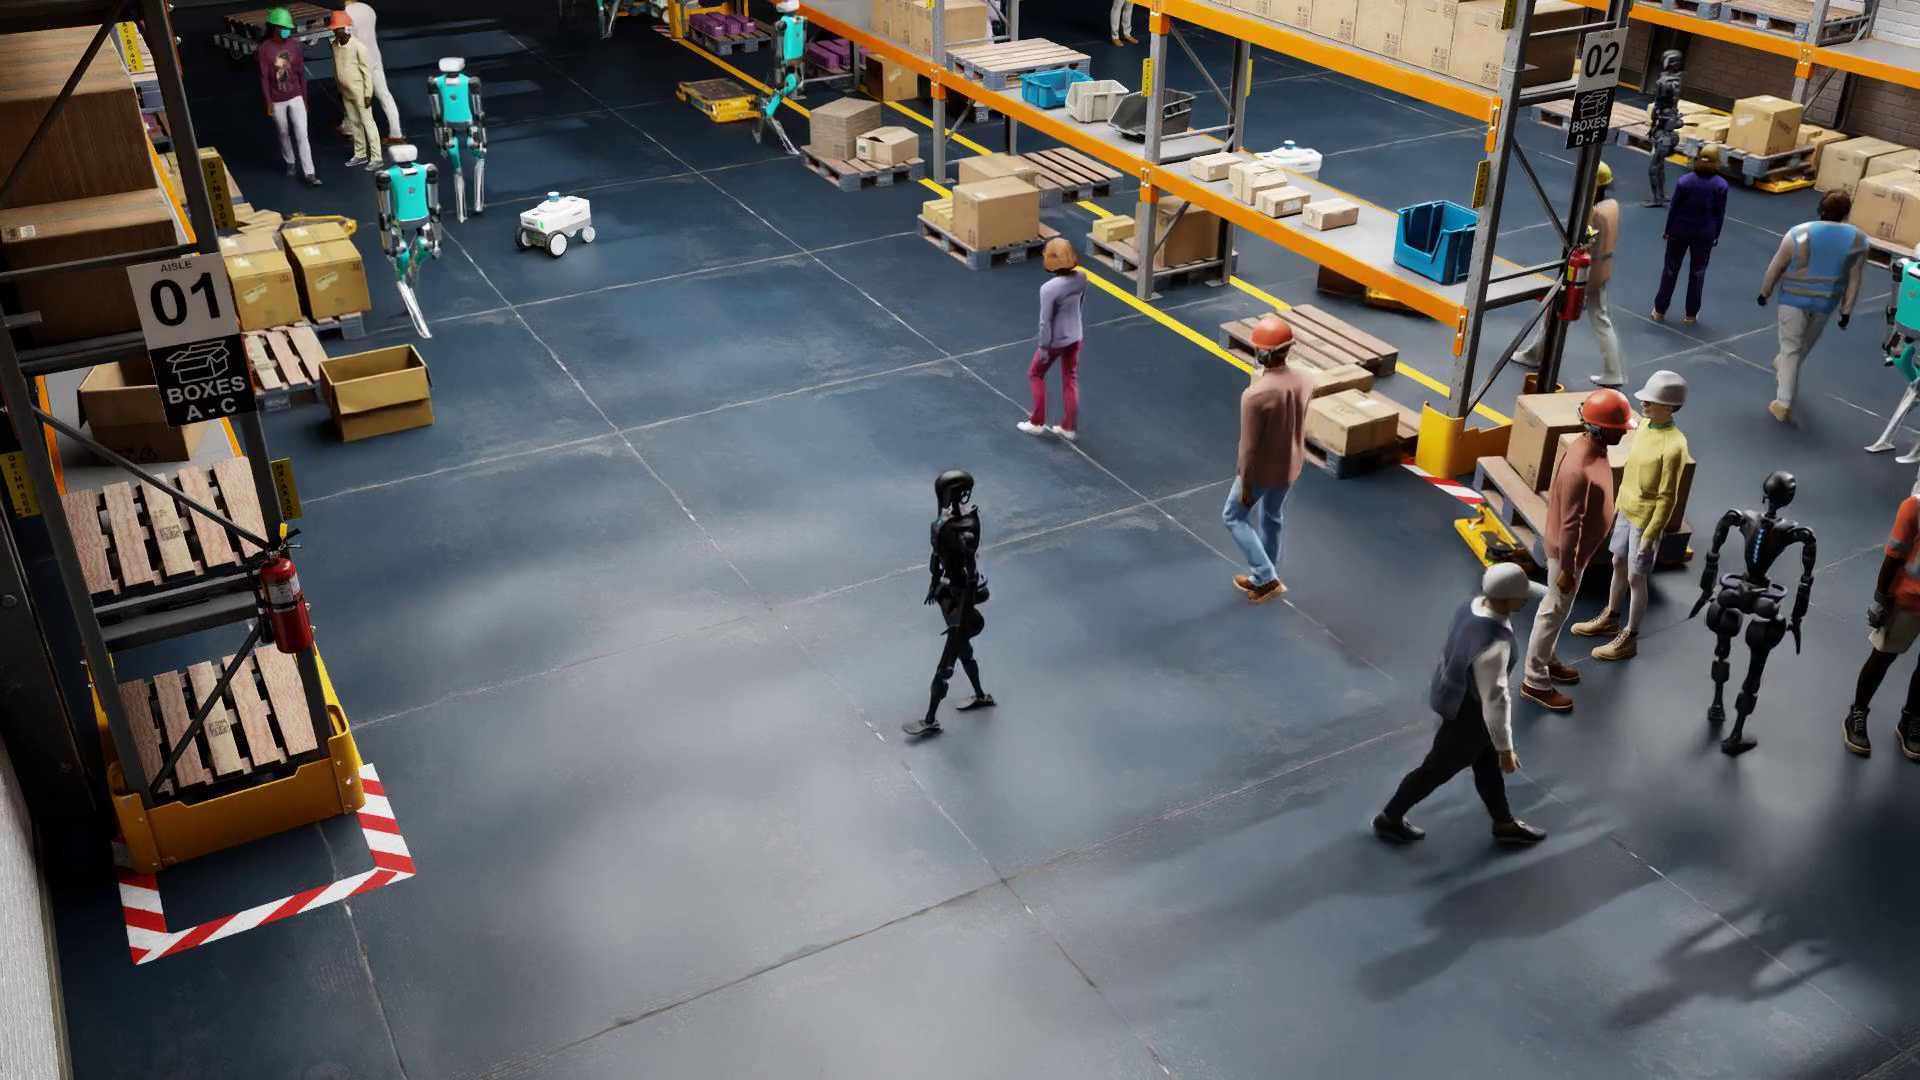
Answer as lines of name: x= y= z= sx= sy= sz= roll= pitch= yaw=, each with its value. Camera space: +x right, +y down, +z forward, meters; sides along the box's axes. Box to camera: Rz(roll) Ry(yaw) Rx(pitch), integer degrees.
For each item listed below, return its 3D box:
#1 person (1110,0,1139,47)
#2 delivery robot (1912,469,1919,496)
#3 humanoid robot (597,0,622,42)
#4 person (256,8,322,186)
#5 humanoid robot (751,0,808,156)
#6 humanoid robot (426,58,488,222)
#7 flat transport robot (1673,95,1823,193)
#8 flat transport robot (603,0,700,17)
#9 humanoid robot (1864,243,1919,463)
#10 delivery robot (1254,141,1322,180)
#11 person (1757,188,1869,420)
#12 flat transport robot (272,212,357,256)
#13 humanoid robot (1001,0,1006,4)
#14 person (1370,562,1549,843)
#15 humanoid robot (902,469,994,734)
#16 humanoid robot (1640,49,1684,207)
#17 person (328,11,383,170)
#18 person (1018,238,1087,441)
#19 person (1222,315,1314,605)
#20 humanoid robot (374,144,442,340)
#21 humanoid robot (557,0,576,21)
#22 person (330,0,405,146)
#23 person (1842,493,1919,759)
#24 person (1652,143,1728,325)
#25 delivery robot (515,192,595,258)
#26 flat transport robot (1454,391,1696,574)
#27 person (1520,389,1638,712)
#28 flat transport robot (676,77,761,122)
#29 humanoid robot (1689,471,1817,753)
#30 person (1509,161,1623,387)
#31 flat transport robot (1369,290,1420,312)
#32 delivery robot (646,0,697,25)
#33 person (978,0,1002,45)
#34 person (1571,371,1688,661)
person: x=2.392 y=-8.069 z=23.826 sx=0.570 sy=1.897 sz=0.364 roll=-23 pitch=37 yaw=-34
delivery robot: x=7.042 y=-0.344 z=11.731 sx=0.499 sy=0.603 sz=0.803 roll=6 pitch=30 yaw=10
humanoid robot: x=-5.119 y=-8.045 z=23.943 sx=0.530 sy=1.724 sz=0.996 roll=-4 pitch=30 yaw=-7
person: x=-7.381 y=-4.859 z=18.252 sx=0.518 sy=1.878 sz=1.020 roll=-16 pitch=33 yaw=-25
humanoid robot: x=-2.205 y=-5.386 z=19.351 sx=0.891 sy=1.808 sz=0.559 roll=17 pitch=34 yaw=28
humanoid robot: x=-5.103 y=-4.141 z=17.158 sx=0.543 sy=1.770 sz=0.822 roll=-4 pitch=30 yaw=-6
flat transport robot: x=8.864 y=-4.235 z=18.782 sx=0.659 sy=0.231 sz=1.431 roll=-15 pitch=33 yaw=-25
flat transport robot: x=-4.835 y=-8.387 z=26.010 sx=1.431 sy=0.231 sz=0.659 roll=-10 pitch=31 yaw=-17
humanoid robot: x=7.197 y=-1.396 z=12.350 sx=0.770 sy=1.751 sz=0.531 roll=-10 pitch=31 yaw=-16
delivery robot: x=3.550 y=-4.057 z=18.184 sx=0.765 sy=0.594 sz=0.510 roll=-9 pitch=31 yaw=-15
person: x=6.724 y=-1.934 z=13.250 sx=0.650 sy=1.790 sz=0.978 roll=4 pitch=30 yaw=7
flat transport robot: x=-6.463 y=-2.938 z=16.524 sx=0.659 sy=0.231 sz=1.431 roll=-4 pitch=30 yaw=-7
humanoid robot: x=0.918 y=-9.312 z=26.226 sx=0.672 sy=1.628 sz=0.608 roll=-5 pitch=30 yaw=-9
person: x=2.621 y=0.859 z=8.462 sx=0.915 sy=1.710 sz=0.778 roll=6 pitch=30 yaw=9
humanoid robot: x=-0.082 y=0.337 z=9.423 sx=0.671 sy=1.634 sz=0.590 roll=-11 pitch=32 yaw=-19
humanoid robot: x=7.467 y=-4.352 z=17.574 sx=0.379 sy=1.642 sz=0.590 roll=1 pitch=30 yaw=1
person: x=-6.834 y=-5.064 z=18.733 sx=0.559 sy=1.751 sz=0.324 roll=18 pitch=34 yaw=28
person: x=0.709 y=-1.551 z=12.752 sx=0.516 sy=1.619 sz=0.541 roll=-22 pitch=37 yaw=-33
person: x=1.946 y=-0.465 z=10.508 sx=0.598 sy=1.970 sz=0.484 roll=-19 pitch=35 yaw=-29
humanoid robot: x=-4.888 y=-2.670 z=14.602 sx=0.555 sy=1.774 sz=0.964 roll=-19 pitch=35 yaw=-30
humanoid robot: x=-6.010 y=-8.752 z=25.233 sx=0.609 sy=1.642 sz=0.326 roll=-4 pitch=30 yaw=-7
person: x=-7.049 y=-5.576 z=19.490 sx=1.007 sy=1.885 sz=0.620 roll=14 pitch=33 yaw=22
person: x=5.333 y=0.334 z=9.141 sx=0.606 sy=1.959 sz=0.370 roll=6 pitch=30 yaw=10
person: x=6.506 y=-2.722 z=14.785 sx=0.465 sy=1.622 sz=0.340 roll=10 pitch=31 yaw=18
delivery robot: x=-4.047 y=-3.180 z=16.653 sx=0.499 sy=0.589 sz=0.782 roll=19 pitch=35 yaw=29
flat transport robot: x=4.230 y=-0.040 z=11.479 sx=1.431 sy=0.231 sz=0.659 roll=-3 pitch=30 yaw=-6
person: x=3.553 y=0.040 z=9.610 sx=0.379 sy=1.993 sz=0.621 roll=13 pitch=32 yaw=22
flat transport robot: x=-3.059 y=-5.609 z=21.174 sx=0.659 sy=0.231 sz=1.431 roll=-15 pitch=33 yaw=-25
humanoid robot: x=4.418 y=0.395 z=9.313 sx=0.609 sy=1.637 sz=0.414 roll=21 pitch=36 yaw=31
person: x=5.125 y=-2.180 z=13.601 sx=0.613 sy=1.871 sz=1.028 roll=-23 pitch=37 yaw=-34
flat transport robot: x=4.376 y=-2.500 z=15.762 sx=0.659 sy=0.231 sz=1.431 roll=13 pitch=33 yaw=22
delivery robot: x=-4.379 y=-8.175 z=25.371 sx=0.816 sy=0.613 sz=0.499 roll=-20 pitch=35 yaw=-31
person: x=0.281 y=-6.691 z=21.481 sx=0.829 sy=1.855 sz=0.673 roll=5 pitch=30 yaw=9
person: x=4.110 y=-0.147 z=10.041 sx=0.384 sy=1.891 sz=0.475 roll=-4 pitch=30 yaw=-6
